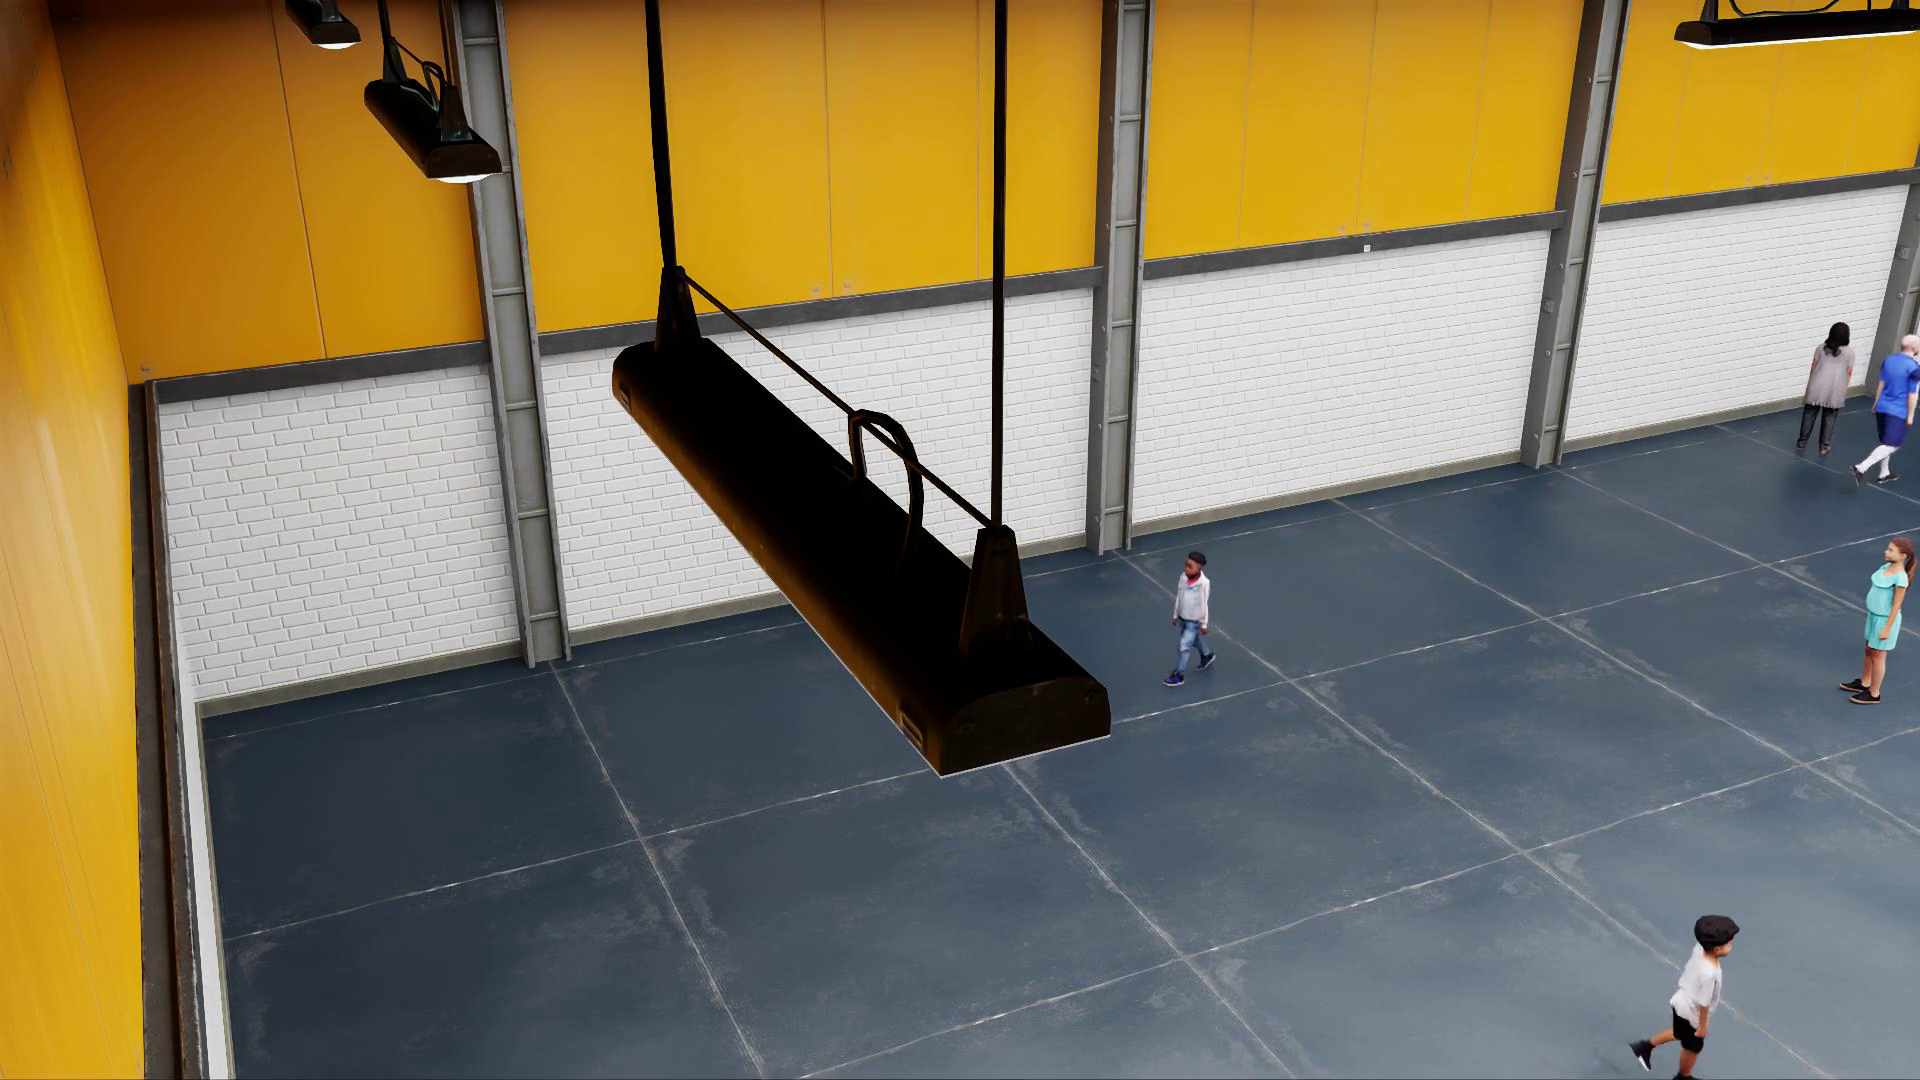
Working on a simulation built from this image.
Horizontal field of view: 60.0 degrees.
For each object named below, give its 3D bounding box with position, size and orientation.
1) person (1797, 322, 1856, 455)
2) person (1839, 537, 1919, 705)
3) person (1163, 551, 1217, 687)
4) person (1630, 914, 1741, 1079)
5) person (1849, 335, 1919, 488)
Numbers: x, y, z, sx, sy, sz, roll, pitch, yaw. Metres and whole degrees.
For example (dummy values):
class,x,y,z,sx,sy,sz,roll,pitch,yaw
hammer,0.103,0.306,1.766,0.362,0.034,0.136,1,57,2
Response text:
class,x,y,z,sx,sy,sz,roll,pitch,yaw
person,10.549,-1.862,20.252,0.772,1.604,0.824,13,27,28
person,8.041,0.687,14.479,0.691,1.557,0.647,5,24,10
person,2.132,0.665,14.919,0.899,1.245,0.566,-14,27,-29
person,4.375,2.795,10.048,0.799,1.244,0.707,6,24,14
person,10.625,-1.450,19.038,1.132,1.821,0.767,-7,25,-16
